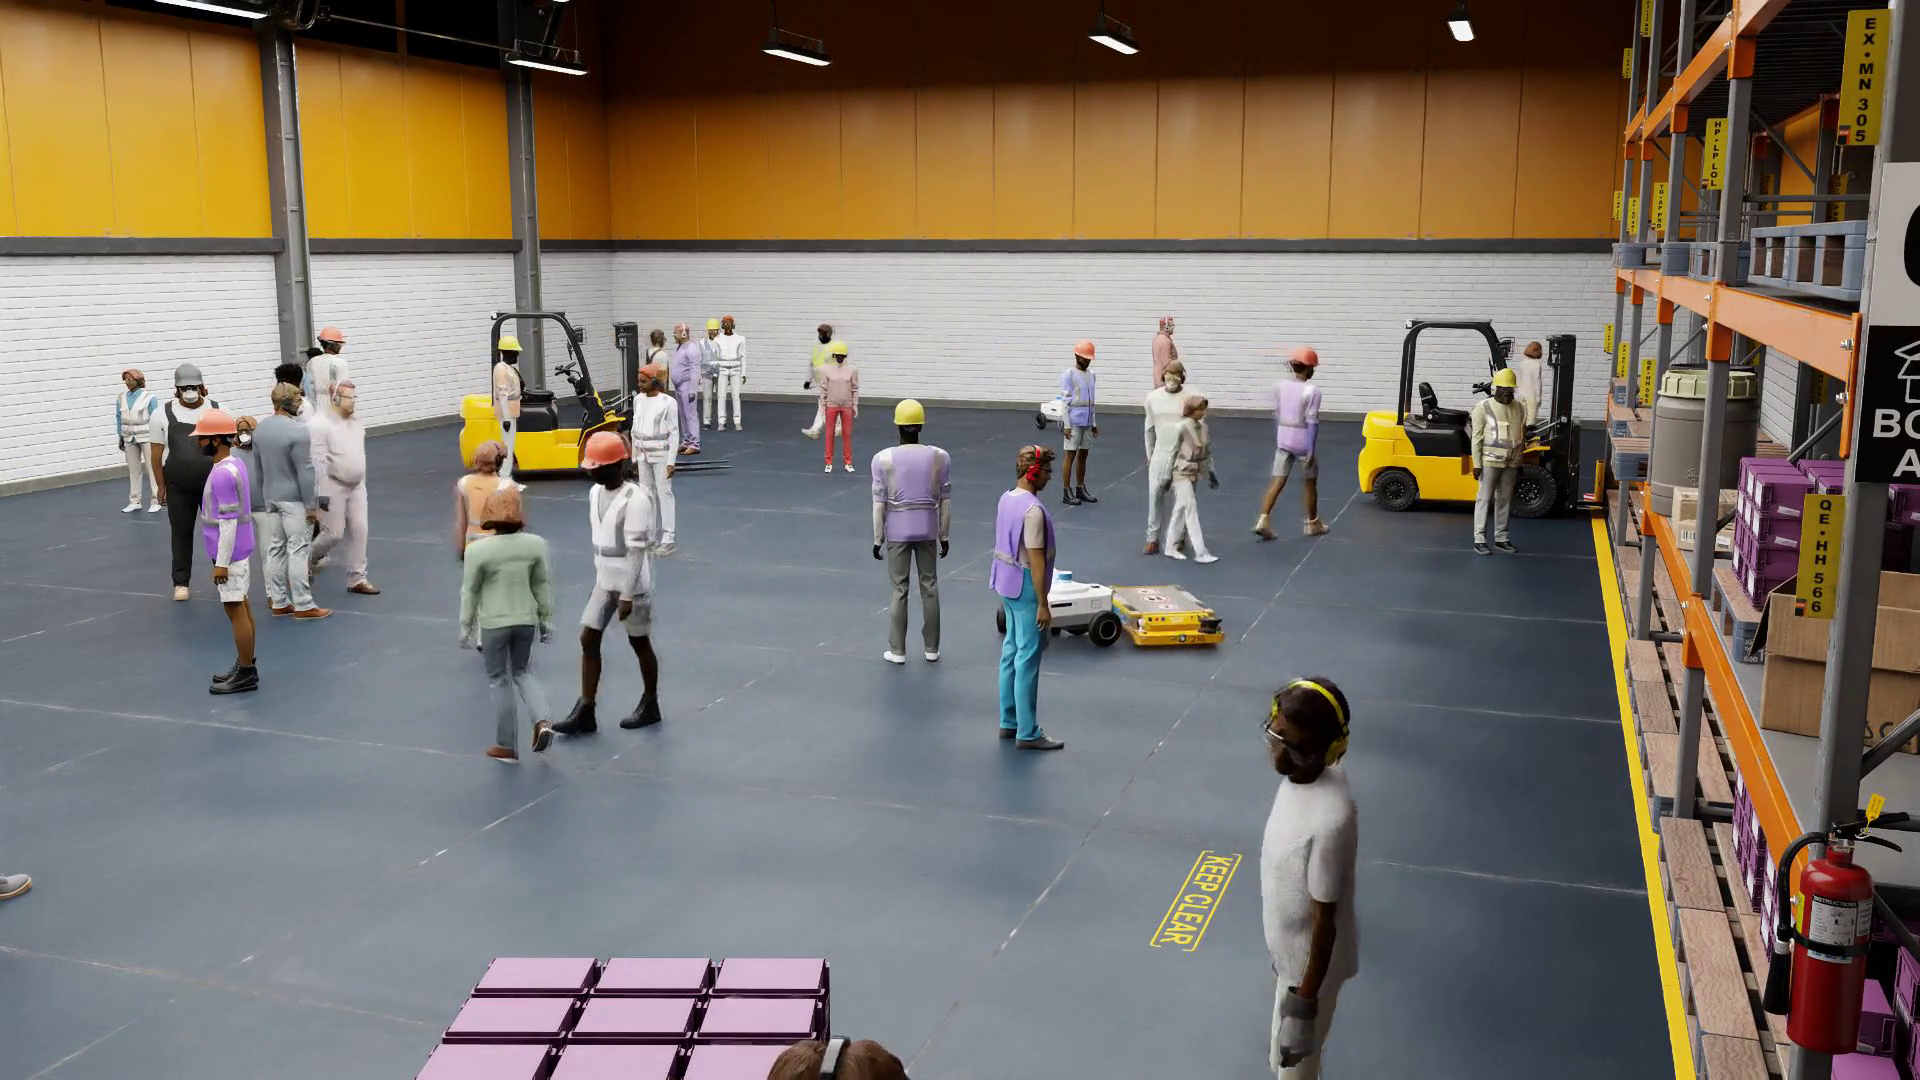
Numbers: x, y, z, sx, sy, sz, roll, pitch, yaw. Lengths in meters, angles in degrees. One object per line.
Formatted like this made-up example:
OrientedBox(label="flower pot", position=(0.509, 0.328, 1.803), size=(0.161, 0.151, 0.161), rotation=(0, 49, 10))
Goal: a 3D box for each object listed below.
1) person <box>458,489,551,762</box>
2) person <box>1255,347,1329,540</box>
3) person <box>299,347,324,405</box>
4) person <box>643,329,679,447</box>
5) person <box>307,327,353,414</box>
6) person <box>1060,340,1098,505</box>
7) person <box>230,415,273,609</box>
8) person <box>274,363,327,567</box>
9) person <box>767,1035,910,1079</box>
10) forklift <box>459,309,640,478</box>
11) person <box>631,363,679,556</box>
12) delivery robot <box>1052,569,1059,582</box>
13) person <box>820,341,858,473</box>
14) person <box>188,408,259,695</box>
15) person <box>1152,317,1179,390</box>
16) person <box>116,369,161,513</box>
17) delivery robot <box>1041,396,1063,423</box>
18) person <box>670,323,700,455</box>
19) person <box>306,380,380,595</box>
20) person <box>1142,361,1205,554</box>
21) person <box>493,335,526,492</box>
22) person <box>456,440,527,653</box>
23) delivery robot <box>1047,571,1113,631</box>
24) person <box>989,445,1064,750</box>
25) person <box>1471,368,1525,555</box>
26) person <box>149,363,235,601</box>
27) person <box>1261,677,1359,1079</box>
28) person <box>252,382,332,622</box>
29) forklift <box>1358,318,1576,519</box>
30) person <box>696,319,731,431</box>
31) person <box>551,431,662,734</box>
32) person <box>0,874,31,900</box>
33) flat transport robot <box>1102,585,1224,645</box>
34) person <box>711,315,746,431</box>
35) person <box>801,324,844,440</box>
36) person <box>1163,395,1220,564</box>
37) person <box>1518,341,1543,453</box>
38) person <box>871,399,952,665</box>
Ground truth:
OrientedBox(label="person", position=(-2.652, 0.511, 9.750), size=(0.519, 1.618, 0.391), rotation=(-10, 14, -43))
OrientedBox(label="person", position=(3.433, -0.990, 17.132), size=(1.015, 2.006, 0.621), rotation=(-9, 13, -41))
OrientedBox(label="person", position=(-8.458, -1.697, 21.955), size=(0.533, 1.693, 0.319), rotation=(0, 10, 1))
OrientedBox(label="person", position=(-4.478, -2.179, 24.360), size=(0.520, 1.825, 0.844), rotation=(8, 13, 40))
OrientedBox(label="person", position=(-7.654, -1.581, 20.336), size=(0.605, 2.037, 0.394), rotation=(5, 11, 24))
OrientedBox(label="person", position=(1.422, -1.376, 19.487), size=(0.542, 1.928, 0.374), rotation=(-10, 14, -44))
OrientedBox(label="person", position=(-5.879, -0.223, 13.820), size=(0.499, 1.634, 0.279), rotation=(-3, 10, -14))
OrientedBox(label="person", position=(-6.153, -0.673, 15.468), size=(0.428, 1.950, 0.673), rotation=(-4, 11, -22))
OrientedBox(label="person", position=(-0.207, 1.659, 2.646), size=(0.429, 1.839, 0.633), rotation=(-1, 10, -8))
OrientedBox(label="forklift", position=(-5.354, -1.902, 21.697), size=(2.313, 2.155, 1.214), rotation=(-2, 10, -13))
OrientedBox(label="person", position=(-3.006, -0.791, 16.310), size=(0.573, 1.886, 0.354), rotation=(7, 12, 33))
OrientedBox(label="delivery robot", position=(0.582, 0.384, 13.177), size=(0.477, 0.478, 0.707), rotation=(2, 10, 10))
OrientedBox(label="person", position=(-1.609, -1.777, 22.201), size=(0.522, 1.769, 0.311), rotation=(-2, 10, -12))
OrientedBox(label="person", position=(-4.981, 0.075, 11.288), size=(0.354, 1.938, 0.545), rotation=(-3, 11, -17))
OrientedBox(label="person", position=(3.241, -2.560, 26.217), size=(0.409, 1.908, 0.639), rotation=(-2, 10, -9))
OrientedBox(label="person", position=(-9.310, -1.124, 18.877), size=(0.515, 1.642, 0.314), rotation=(2, 10, 9))
OrientedBox(label="delivery robot", position=(1.619, -2.121, 27.262), size=(0.477, 0.478, 0.707), rotation=(-4, 10, -26))
OrientedBox(label="person", position=(-4.004, -2.190, 24.131), size=(0.402, 1.906, 0.649), rotation=(-5, 11, -28))
OrientedBox(label="person", position=(-5.417, -0.455, 14.434), size=(0.688, 1.879, 0.650), rotation=(5, 11, 24))
OrientedBox(label="person", position=(2.070, -0.794, 16.289), size=(0.632, 1.899, 0.786), rotation=(4, 11, 20))
OrientedBox(label="person", position=(-5.544, -1.554, 20.491), size=(0.381, 1.924, 0.593), rotation=(-1, 10, -6))
OrientedBox(label="person", position=(-3.396, 0.085, 12.108), size=(0.540, 1.623, 0.424), rotation=(3, 11, 19))
OrientedBox(label="delivery robot", position=(0.797, 0.482, 12.627), size=(0.707, 0.478, 0.477), rotation=(-5, 11, -25))
OrientedBox(label="person", position=(0.387, 0.345, 10.049), size=(0.389, 1.838, 0.563), rotation=(-3, 11, -18))
OrientedBox(label="person", position=(5.306, -0.772, 16.360), size=(0.599, 1.830, 0.404), rotation=(-4, 11, -20))
OrientedBox(label="person", position=(-6.532, -0.503, 14.253), size=(0.688, 2.000, 0.539), rotation=(-6, 12, -30))
OrientedBox(label="person", position=(1.016, 1.262, 4.927), size=(0.331, 1.834, 0.676), rotation=(0, 10, 2))
OrientedBox(label="person", position=(-5.423, -0.305, 13.433), size=(0.629, 1.936, 0.372), rotation=(6, 12, 31))
OrientedBox(label="forklift", position=(5.787, -1.437, 19.079), size=(2.313, 2.155, 1.214), rotation=(3, 11, 19))
OrientedBox(label="person", position=(-4.034, -2.703, 27.271), size=(0.613, 1.832, 0.468), rotation=(-2, 10, -11))
OrientedBox(label="person", position=(-2.175, 0.280, 10.221), size=(0.570, 1.898, 0.849), rotation=(9, 13, 41))
OrientedBox(label="person", position=(-4.655, 0.691, 7.665), size=(0.623, 1.990, 0.393), rotation=(5, 11, 26))
OrientedBox(label="flat transport robot", position=(1.569, 0.573, 13.176), size=(0.652, 0.197, 1.431), rotation=(-1, 10, -8))
OrientedBox(label="person", position=(-3.780, -2.725, 27.211), size=(0.574, 1.883, 0.356), rotation=(-2, 10, -11))
OrientedBox(label="person", position=(-2.131, -2.485, 26.112), size=(0.995, 1.788, 0.627), rotation=(-8, 13, -40))
OrientedBox(label="person", position=(2.247, -0.573, 15.842), size=(0.736, 1.609, 0.522), rotation=(8, 13, 39))
OrientedBox(label="person", position=(8.344, -2.087, 24.320), size=(0.268, 1.631, 0.507), rotation=(-2, 10, -14))
OrientedBox(label="person", position=(-0.354, -0.055, 12.043), size=(0.588, 1.930, 0.364), rotation=(-3, 10, -14))
